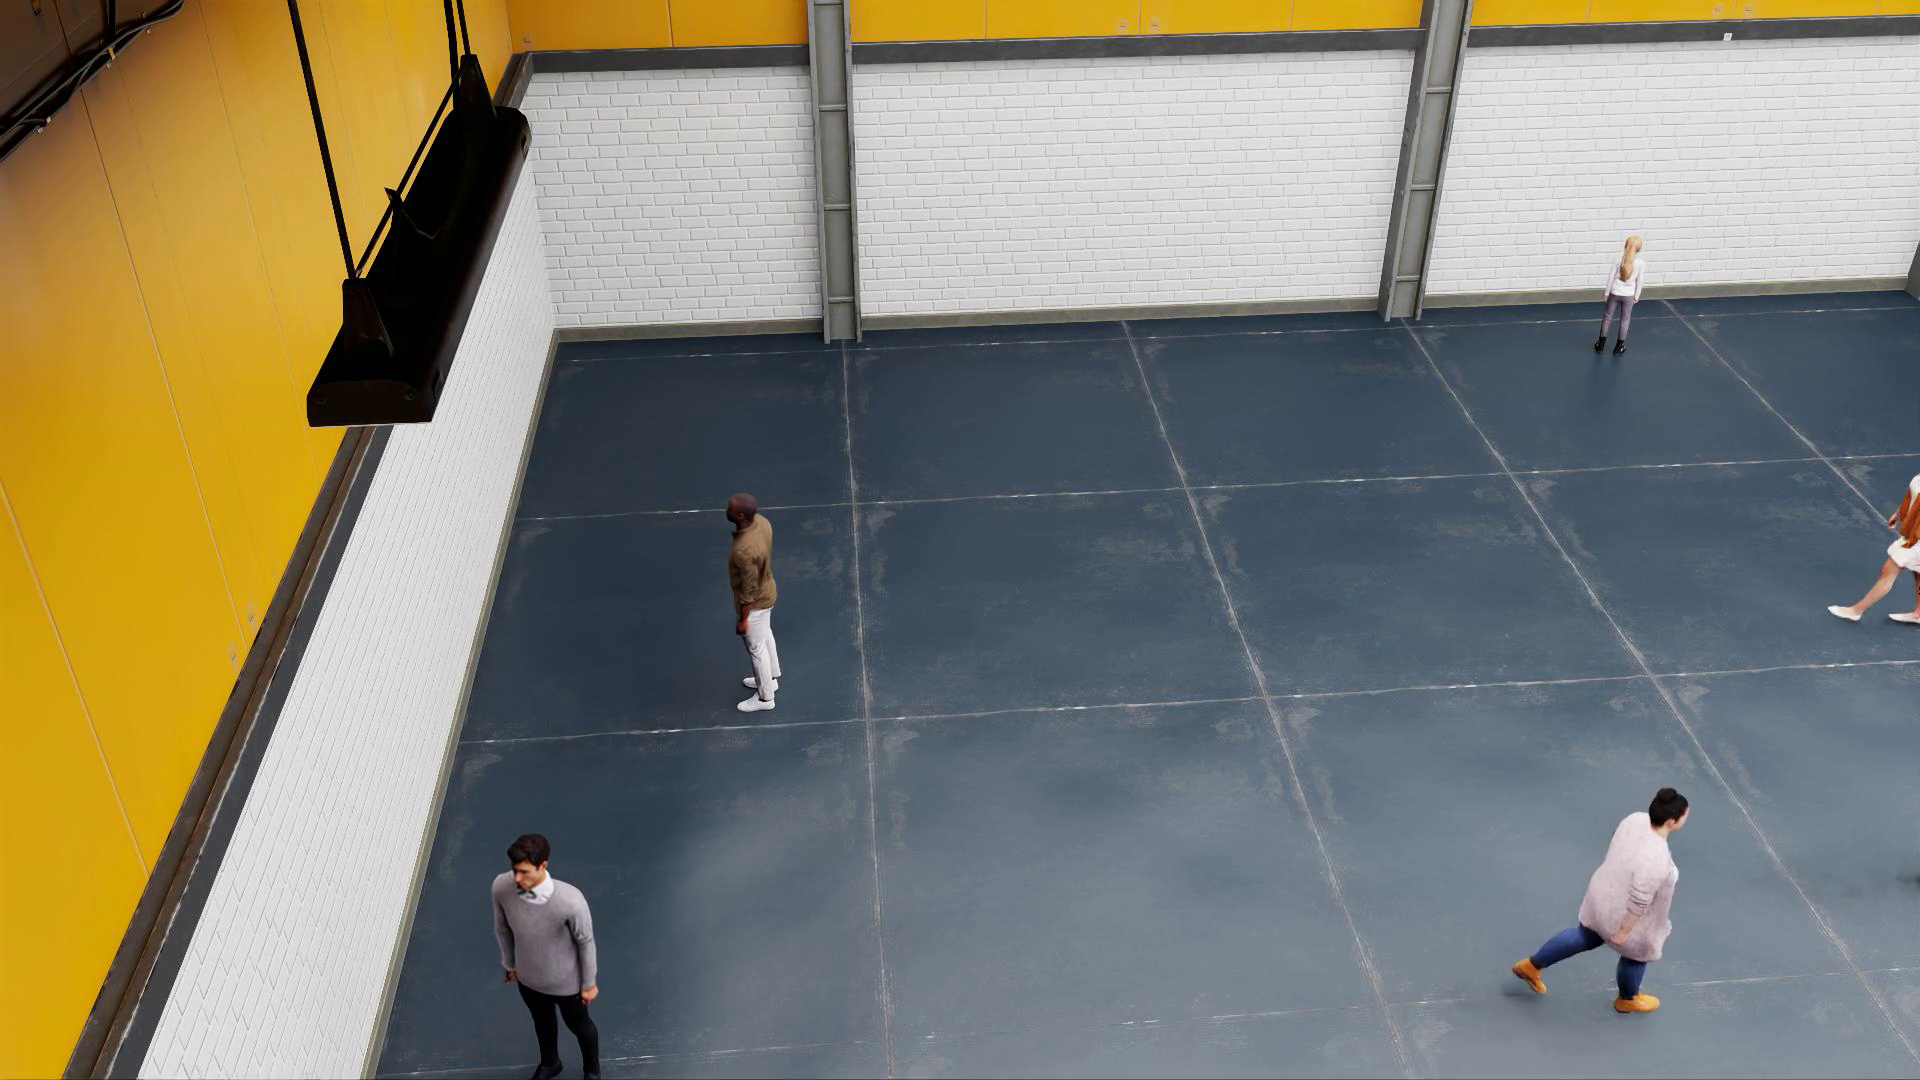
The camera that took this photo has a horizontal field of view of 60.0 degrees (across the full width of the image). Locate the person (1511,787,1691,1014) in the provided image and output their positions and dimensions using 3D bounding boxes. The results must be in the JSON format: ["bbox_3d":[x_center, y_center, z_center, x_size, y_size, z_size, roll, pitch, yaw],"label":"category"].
[{"bbox_3d":[3.734,2.100,9.602,1.133,1.705,0.769,1,34,2],"label":"person"}]

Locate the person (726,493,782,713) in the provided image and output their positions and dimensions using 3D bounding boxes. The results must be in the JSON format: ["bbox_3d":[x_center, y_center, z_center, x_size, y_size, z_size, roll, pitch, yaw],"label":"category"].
[{"bbox_3d":[-1.489,0.430,12.003,0.643,1.825,0.761,3,34,5],"label":"person"}]

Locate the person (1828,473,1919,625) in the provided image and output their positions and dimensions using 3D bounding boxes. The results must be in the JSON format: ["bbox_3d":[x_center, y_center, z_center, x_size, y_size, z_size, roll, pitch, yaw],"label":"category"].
[{"bbox_3d":[7.488,-0.025,12.813,1.086,1.688,0.882,10,35,14],"label":"person"}]

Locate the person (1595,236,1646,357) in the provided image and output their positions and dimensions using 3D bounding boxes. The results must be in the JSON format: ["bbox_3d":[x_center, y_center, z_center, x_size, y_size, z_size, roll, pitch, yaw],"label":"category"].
[{"bbox_3d":[6.722,-2.492,16.893,0.553,1.279,0.633,14,36,20],"label":"person"}]

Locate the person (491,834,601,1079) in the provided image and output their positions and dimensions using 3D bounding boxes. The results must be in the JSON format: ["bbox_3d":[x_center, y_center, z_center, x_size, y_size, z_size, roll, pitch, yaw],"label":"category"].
[{"bbox_3d":[-2.223,2.327,9.062,0.728,1.923,0.883,10,35,15],"label":"person"}]
